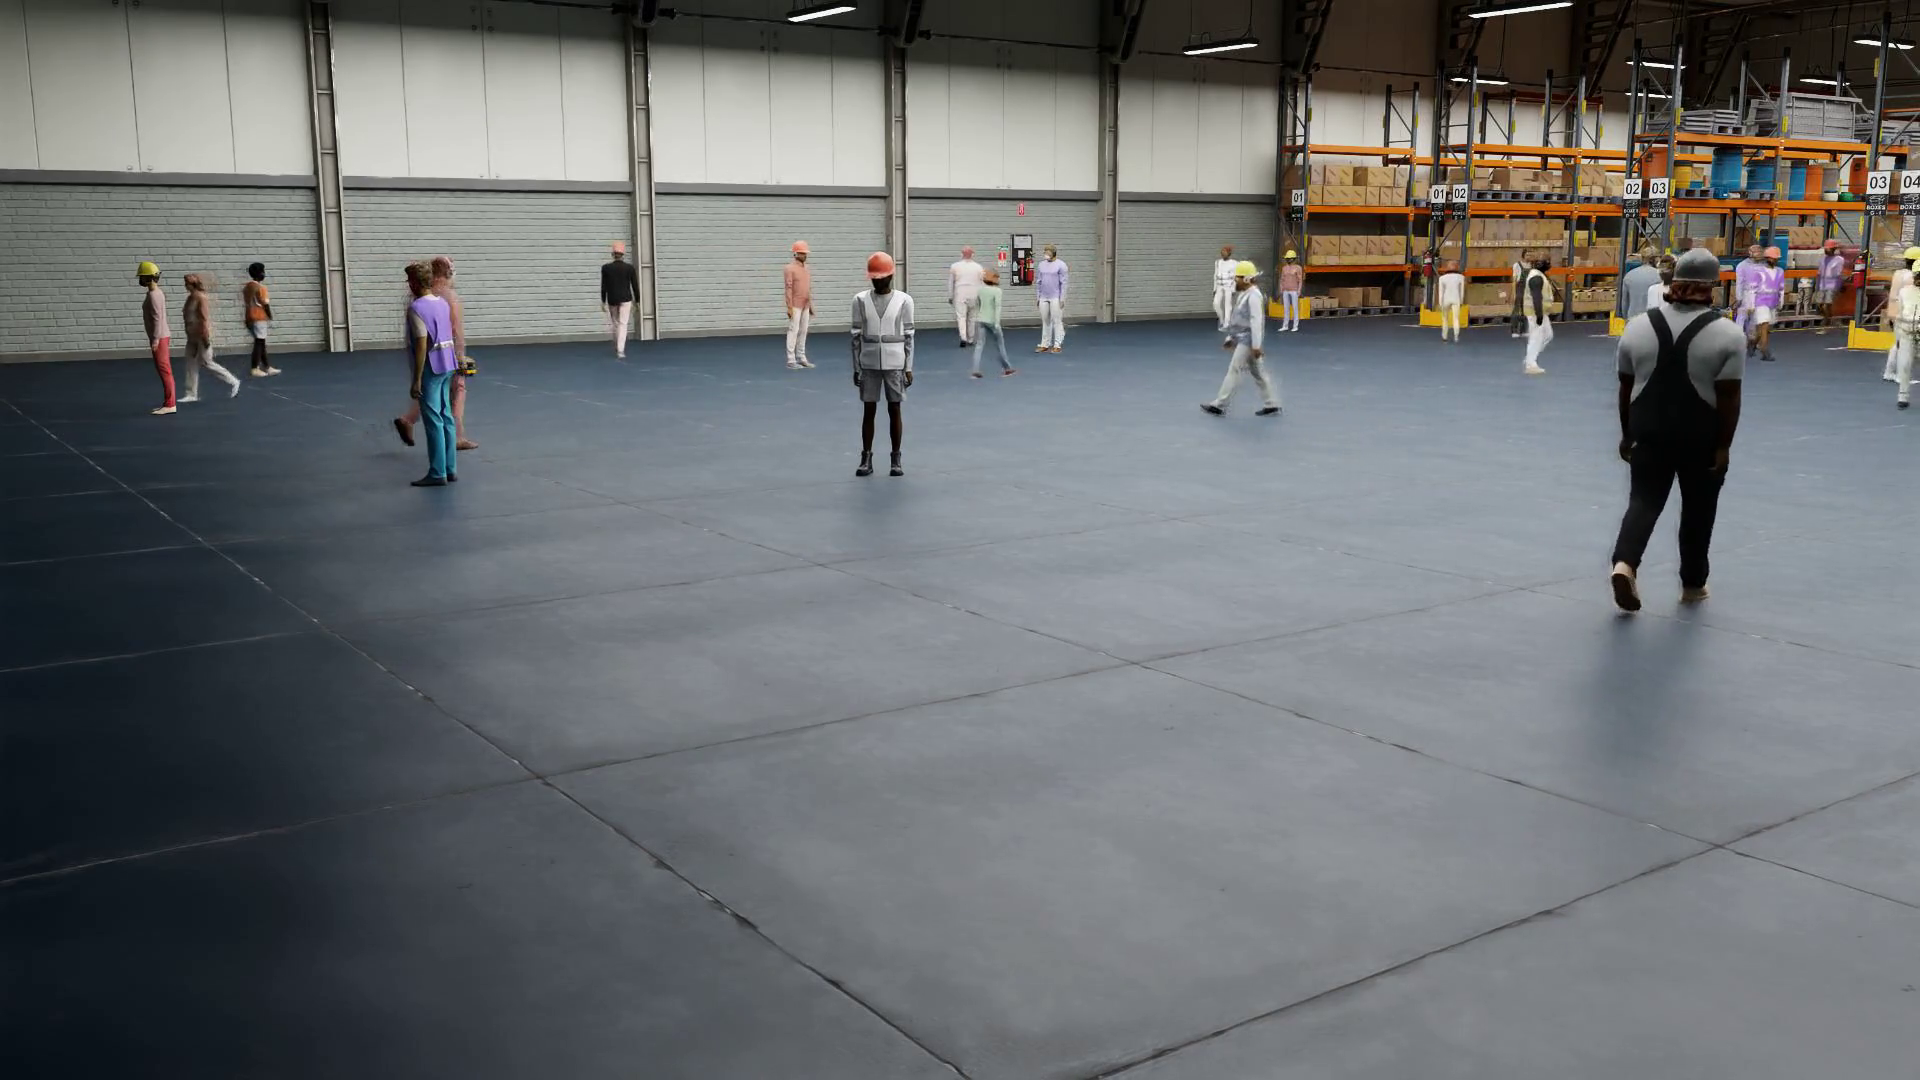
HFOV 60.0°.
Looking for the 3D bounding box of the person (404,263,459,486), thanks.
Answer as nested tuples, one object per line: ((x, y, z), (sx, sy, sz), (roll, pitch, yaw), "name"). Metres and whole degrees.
((-4.375, -1.362, 13.777), (0.396, 1.840, 0.564), (1, 10, 8), "person")

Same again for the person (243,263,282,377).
((-10.316, -3.243, 24.540), (0.576, 1.689, 0.477), (9, 14, 41), "person")

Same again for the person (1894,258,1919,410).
((11.498, -2.467, 19.890), (0.659, 1.819, 0.590), (-9, 14, -41), "person")

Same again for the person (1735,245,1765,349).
((14.515, -4.444, 30.487), (0.639, 1.910, 0.407), (-4, 11, -19), "person")

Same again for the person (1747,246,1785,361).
((13.479, -3.963, 27.854), (0.552, 1.914, 0.800), (-1, 10, -7), "person")

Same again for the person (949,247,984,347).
((0.123, -4.573, 31.311), (0.643, 1.869, 0.937), (-1, 10, -5), "person")

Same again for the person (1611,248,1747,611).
((3.931, -0.617, 9.140), (0.684, 2.000, 0.917), (9, 14, 41), "person")

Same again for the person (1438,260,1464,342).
((9.543, -4.629, 32.308), (0.500, 1.610, 0.716), (2, 10, 9), "person")

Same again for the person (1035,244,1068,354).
((1.609, -4.256, 29.388), (0.627, 1.934, 0.372), (9, 13, 39), "person")

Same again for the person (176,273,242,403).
((-9.462, -2.536, 20.828), (0.521, 1.618, 0.709), (10, 14, 43), "person")

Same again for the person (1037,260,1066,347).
((1.697, -4.429, 31.172), (0.442, 1.622, 0.525), (-3, 11, -16), "person")

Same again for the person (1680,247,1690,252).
((17.449, -6.152, 40.119), (0.790, 1.816, 0.644), (-5, 11, -25), "person")

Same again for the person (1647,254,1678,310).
((7.560, -2.122, 17.864), (0.308, 1.869, 0.530), (-9, 14, -40), "person")

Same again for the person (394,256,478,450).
((-5.039, -1.779, 15.956), (0.677, 1.882, 0.647), (9, 14, 42), "person")

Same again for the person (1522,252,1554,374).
((8.715, -3.410, 25.041), (0.458, 1.823, 0.649), (4, 11, 23), "person")

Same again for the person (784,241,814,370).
((-2.493, -3.656, 25.927), (0.396, 1.992, 0.623), (6, 12, 29), "person")

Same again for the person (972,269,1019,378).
((0.473, -3.164, 24.344), (0.507, 1.587, 0.859), (9, 13, 40), "person")

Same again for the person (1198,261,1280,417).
((3.242, -2.279, 18.978), (0.954, 1.784, 0.605), (1, 10, 5), "person")

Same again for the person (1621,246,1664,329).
((8.858, -2.830, 21.561), (0.372, 1.936, 0.629), (-6, 12, -29), "person")

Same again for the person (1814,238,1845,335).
((18.179, -5.284, 34.794), (0.531, 2.021, 0.605), (-5, 11, -23), "person")

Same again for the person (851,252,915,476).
((-0.664, -1.511, 14.322), (0.547, 1.938, 0.378), (1, 10, 4), "person")

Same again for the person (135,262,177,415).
((-9.356, -2.339, 19.337), (0.328, 1.767, 0.531), (-4, 11, -20), "person")

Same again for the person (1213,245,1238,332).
((5.707, -5.417, 35.913), (0.613, 1.870, 0.416), (9, 14, 40), "person")

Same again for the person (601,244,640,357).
((-5.846, -4.134, 28.706), (0.644, 1.937, 1.047), (-1, 10, -3), "person")

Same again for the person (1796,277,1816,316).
((20.622, -6.144, 40.533), (0.312, 1.642, 0.512), (-4, 11, -21), "person")

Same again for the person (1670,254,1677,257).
((13.136, -4.417, 30.825), (0.532, 1.734, 0.837), (-1, 10, -4), "person")

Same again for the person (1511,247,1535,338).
((11.493, -5.035, 33.917), (0.504, 1.840, 0.345), (-4, 11, -20), "person")

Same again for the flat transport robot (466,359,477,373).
((-7.738, -2.640, 25.086), (0.652, 0.197, 1.431), (-5, 11, -24), "flat transport robot")

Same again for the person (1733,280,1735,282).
((22.485, -7.578, 47.731), (0.337, 1.882, 0.583), (-7, 12, -34), "person")

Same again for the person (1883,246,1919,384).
((13.286, -3.157, 23.399), (0.402, 1.922, 0.653), (1, 10, 4), "person")

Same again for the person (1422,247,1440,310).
((11.682, -6.360, 41.333), (0.430, 1.829, 0.764), (0, 10, 1), "person")

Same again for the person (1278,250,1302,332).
((7.197, -5.420, 36.229), (0.327, 1.765, 0.531), (-10, 14, -43), "person")
